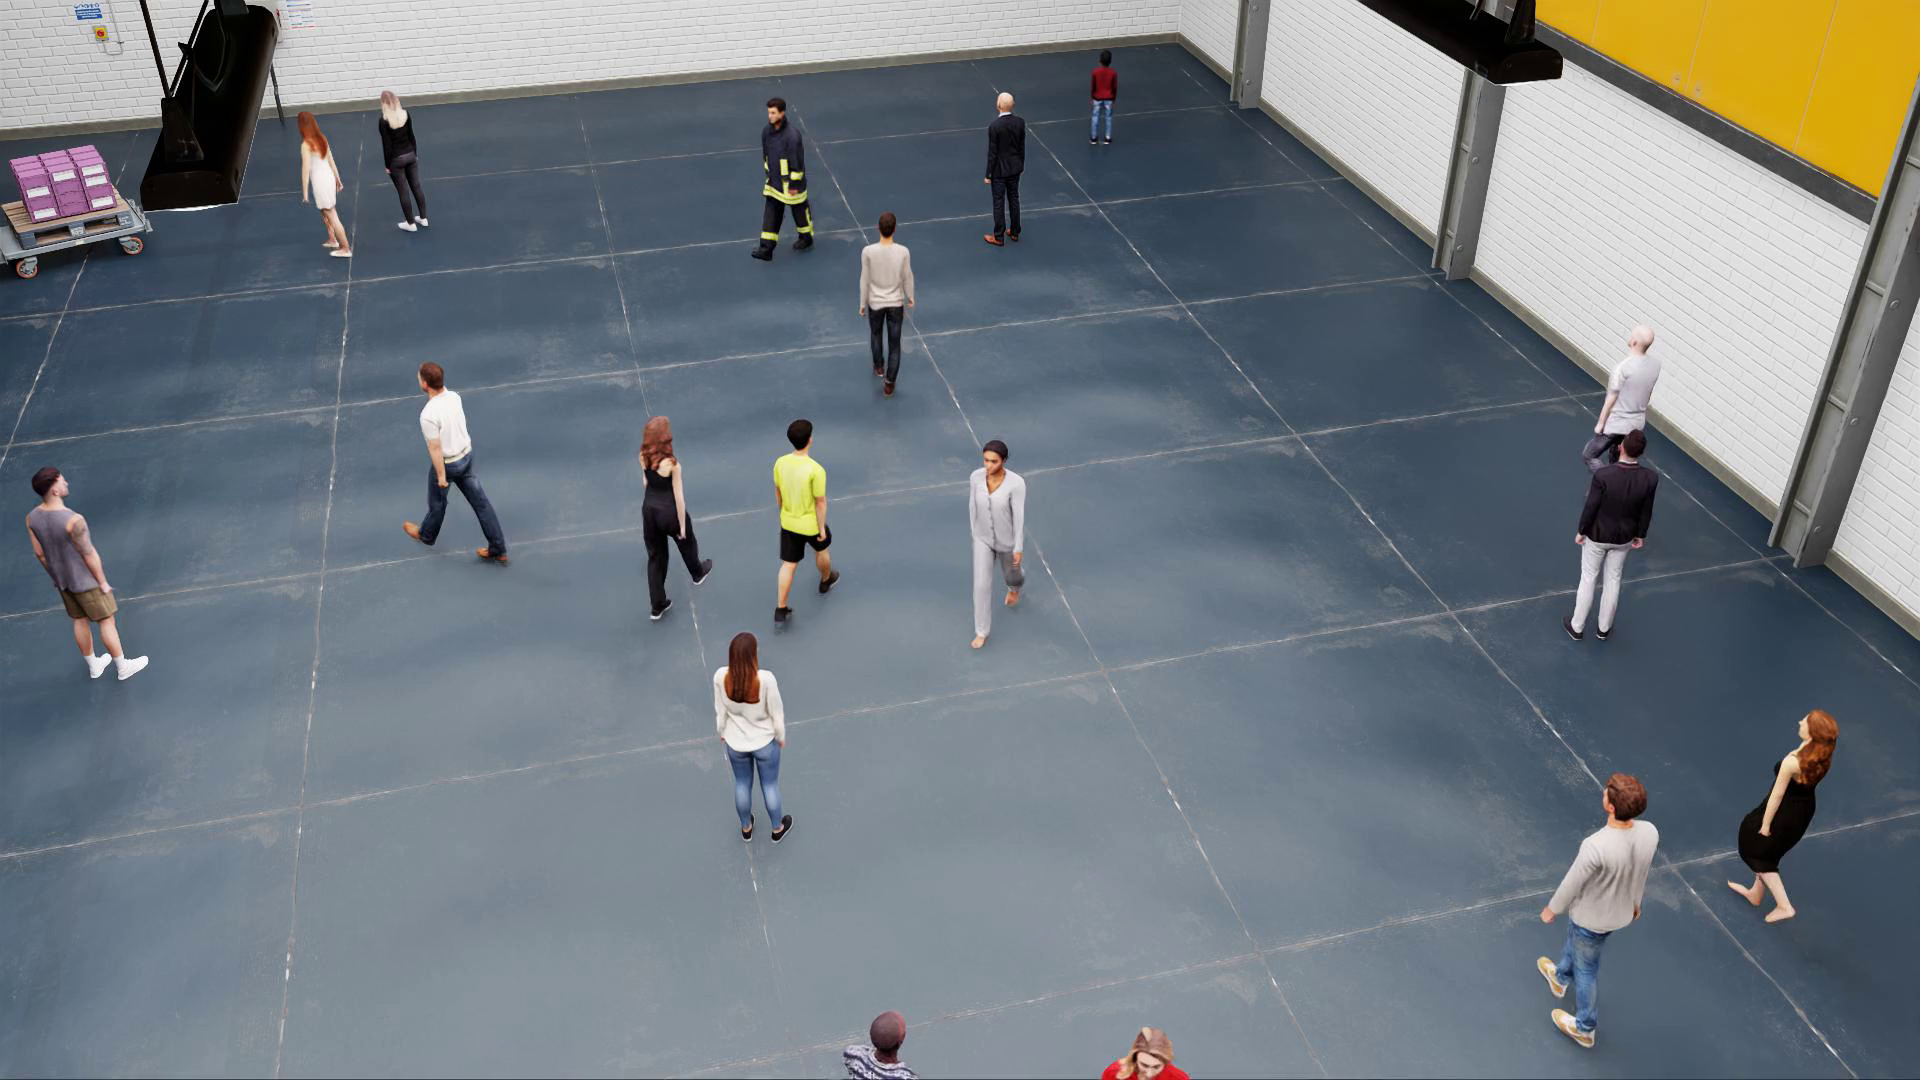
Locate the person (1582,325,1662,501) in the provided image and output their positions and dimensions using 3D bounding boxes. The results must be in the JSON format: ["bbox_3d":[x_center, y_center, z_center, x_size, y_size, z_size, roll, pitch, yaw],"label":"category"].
[{"bbox_3d":[5.743,-0.963,14.315,0.753,1.820,0.867,-15,36,-21],"label":"person"}]

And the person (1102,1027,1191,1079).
[{"bbox_3d":[0.903,3.002,8.489,0.970,1.665,1.246,6,34,9],"label":"person"}]

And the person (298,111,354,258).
[{"bbox_3d":[-7.236,-4.070,19.111,0.907,1.685,0.833,8,34,11],"label":"person"}]

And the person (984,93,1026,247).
[{"bbox_3d":[0.522,-4.325,19.392,0.759,1.799,0.692,-20,38,-27],"label":"person"}]

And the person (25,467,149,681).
[{"bbox_3d":[-6.627,0.271,12.490,0.713,1.838,0.725,6,34,9],"label":"person"}]

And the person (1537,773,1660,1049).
[{"bbox_3d":[3.722,2.189,9.521,0.769,1.878,0.922,-14,36,-21],"label":"person"}]

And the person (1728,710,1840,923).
[{"bbox_3d":[5.232,1.767,10.396,0.632,1.611,0.810,-14,36,-20],"label":"person"}]

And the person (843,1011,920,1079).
[{"bbox_3d":[-0.407,3.061,8.295,0.797,1.781,0.855,16,37,22],"label":"person"}]

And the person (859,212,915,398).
[{"bbox_3d":[-0.721,-2.255,16.239,0.829,1.841,1.008,-1,34,-2],"label":"person"}]

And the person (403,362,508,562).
[{"bbox_3d":[-4.110,-0.594,13.770,1.223,1.808,1.246,13,36,18],"label":"person"}]

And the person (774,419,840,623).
[{"bbox_3d":[-1.284,-0.109,13.169,1.046,1.664,1.187,11,35,17],"label":"person"}]

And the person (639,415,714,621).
[{"bbox_3d":[-2.402,-0.139,13.175,0.978,1.709,1.113,11,35,16],"label":"person"}]

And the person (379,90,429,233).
[{"bbox_3d":[-6.633,-4.506,19.766,0.729,1.686,0.698,23,40,30],"label":"person"}]

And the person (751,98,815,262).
[{"bbox_3d":[-1.936,-4.148,19.061,1.278,1.870,1.298,22,39,29],"label":"person"}]

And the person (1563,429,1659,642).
[{"bbox_3d":[5.036,-0.033,12.895,0.734,1.842,0.685,3,34,5],"label":"person"}]

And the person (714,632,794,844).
[{"bbox_3d":[-1.372,1.317,11.001,0.698,1.691,0.697,6,34,9],"label":"person"}]

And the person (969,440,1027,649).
[{"bbox_3d":[0.330,-0.046,13.036,1.014,1.708,1.189,10,35,14],"label":"person"}]

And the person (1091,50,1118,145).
[{"bbox_3d":[1.923,-5.940,22.314,0.549,1.254,0.562,1,34,2],"label":"person"}]
